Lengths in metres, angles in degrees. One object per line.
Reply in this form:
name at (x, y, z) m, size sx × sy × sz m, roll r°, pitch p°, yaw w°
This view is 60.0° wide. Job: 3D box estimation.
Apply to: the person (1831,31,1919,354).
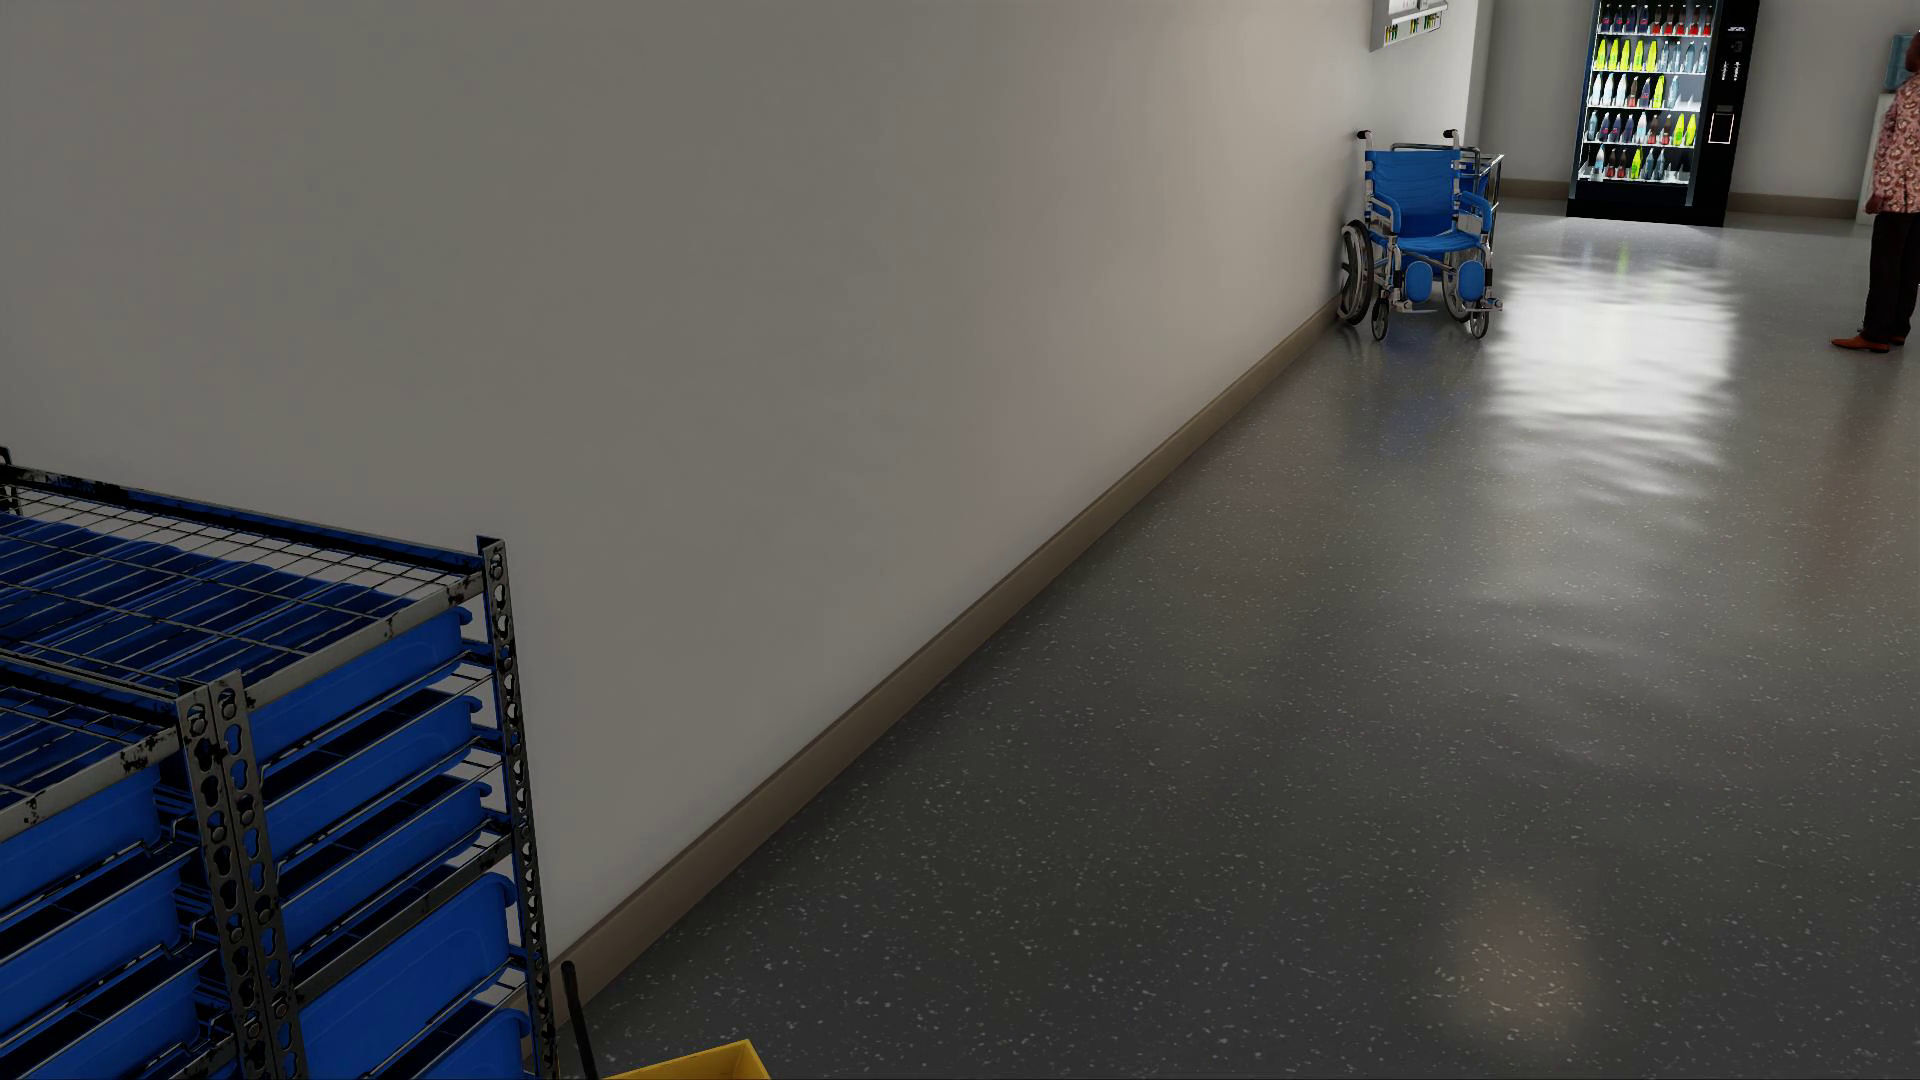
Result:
person at (5.415, -1.995, 9.512) m, size 0.774 × 1.811 × 0.770 m, roll -15°, pitch 25°, yaw -34°
